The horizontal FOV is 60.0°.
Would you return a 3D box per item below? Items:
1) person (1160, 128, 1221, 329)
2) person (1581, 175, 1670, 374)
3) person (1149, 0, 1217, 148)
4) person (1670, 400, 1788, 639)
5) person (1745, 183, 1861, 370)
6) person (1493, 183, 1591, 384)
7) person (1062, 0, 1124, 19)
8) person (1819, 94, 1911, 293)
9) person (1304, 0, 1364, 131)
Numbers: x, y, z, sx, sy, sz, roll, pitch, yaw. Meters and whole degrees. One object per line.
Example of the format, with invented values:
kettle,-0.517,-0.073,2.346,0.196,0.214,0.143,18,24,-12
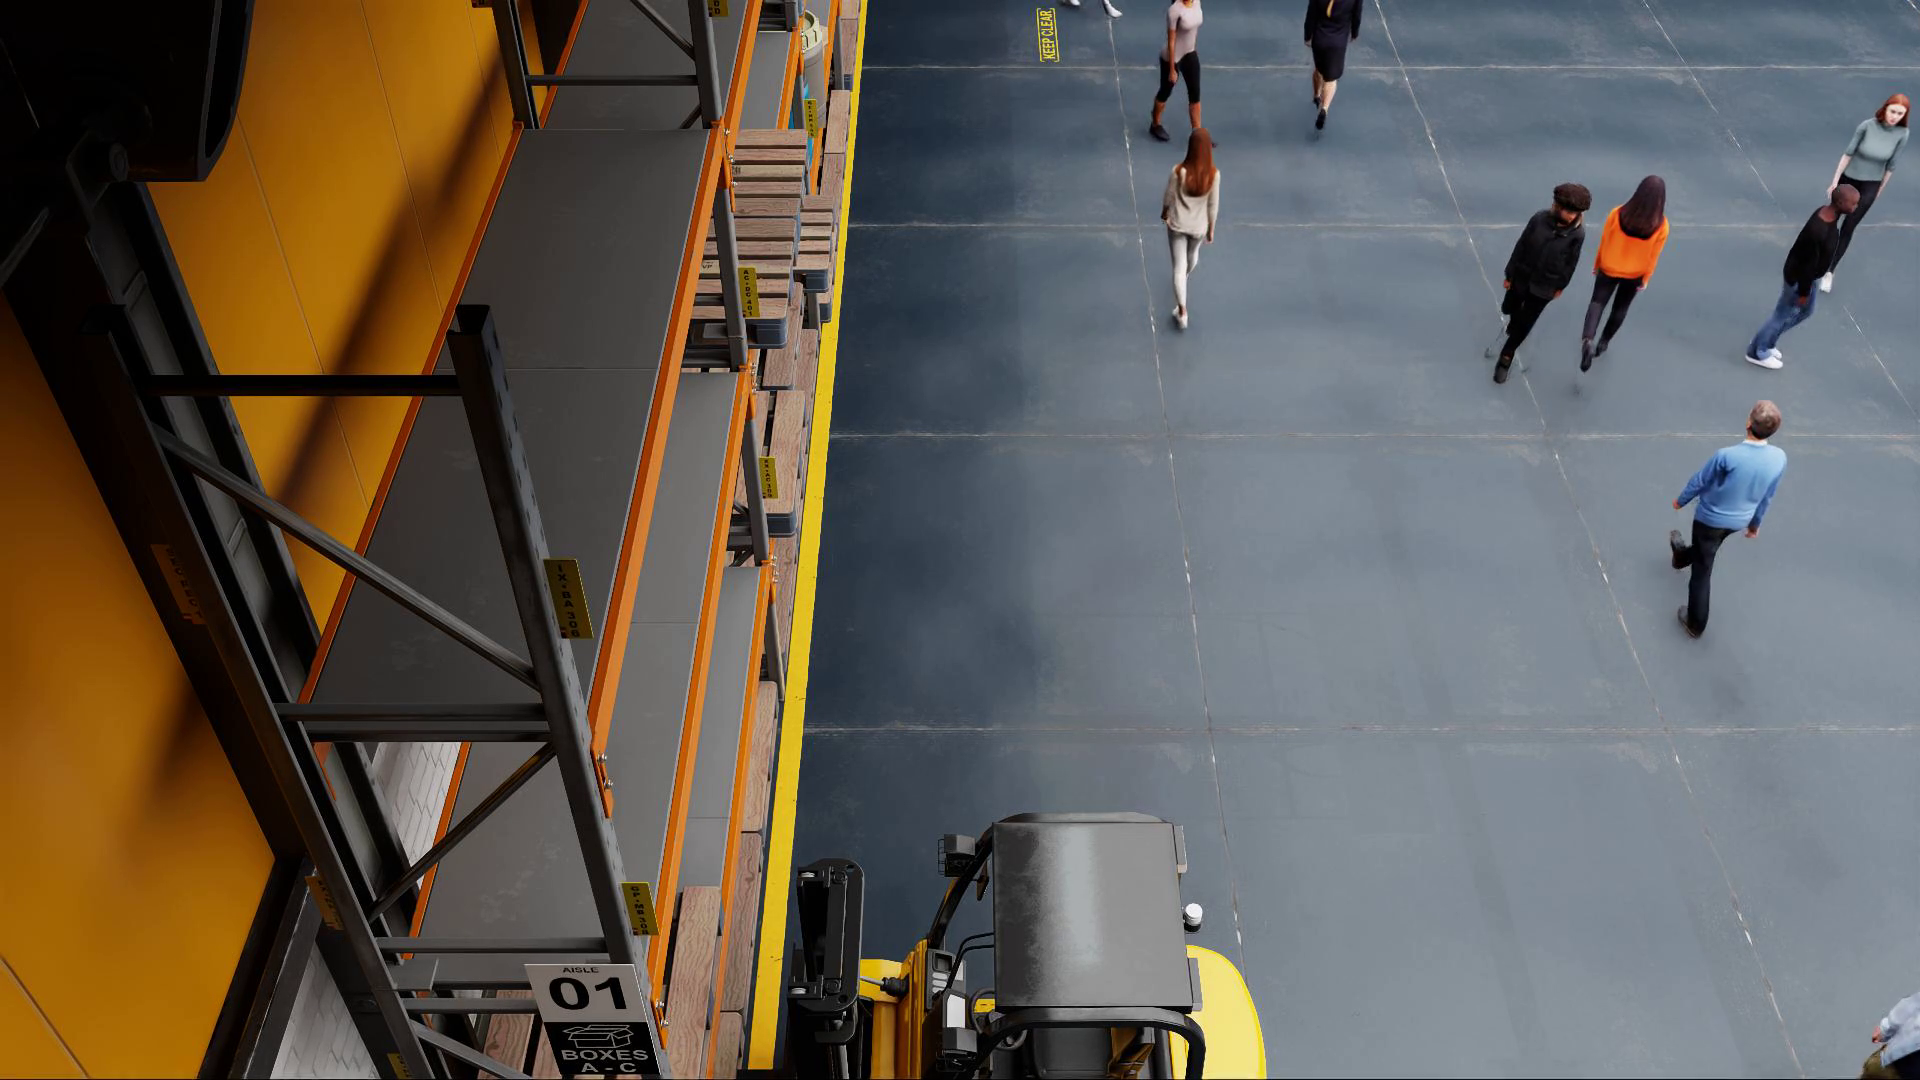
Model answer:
person,1.879,-2.523,13.682,0.609,1.666,1.098,-2,44,-2
person,5.222,-2.076,13.163,0.890,1.734,1.077,19,47,19
person,2.016,-4.595,15.817,0.970,1.721,1.067,-31,51,-28
person,5.100,-0.098,11.060,0.720,1.773,1.145,-3,44,-4
person,6.582,-2.108,13.195,0.791,1.736,0.695,22,48,22
person,4.581,-2.108,13.191,0.961,1.742,1.143,25,49,24
person,1.315,-6.519,17.789,1.090,1.786,1.099,27,50,26
person,7.660,-3.059,14.219,0.968,1.701,1.234,20,47,20
person,3.579,-4.777,16.064,0.876,1.644,1.145,11,45,12
